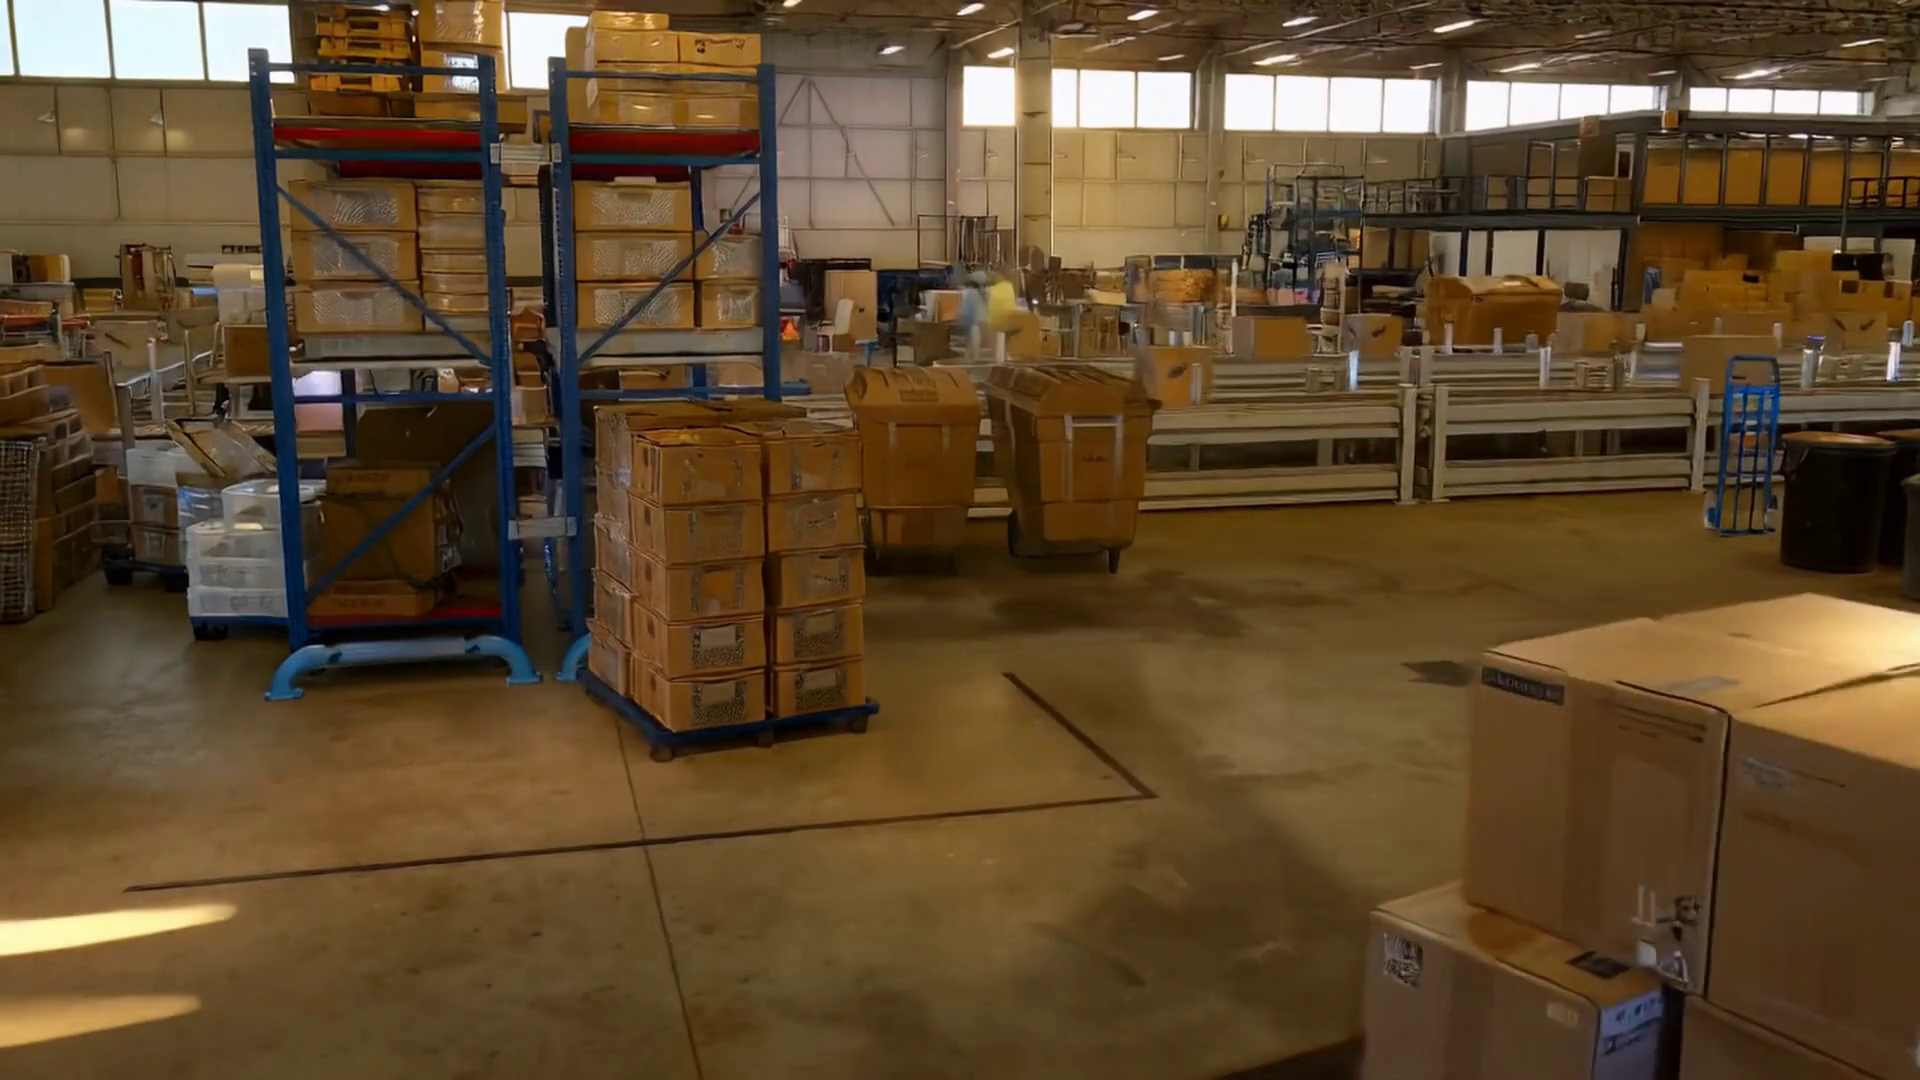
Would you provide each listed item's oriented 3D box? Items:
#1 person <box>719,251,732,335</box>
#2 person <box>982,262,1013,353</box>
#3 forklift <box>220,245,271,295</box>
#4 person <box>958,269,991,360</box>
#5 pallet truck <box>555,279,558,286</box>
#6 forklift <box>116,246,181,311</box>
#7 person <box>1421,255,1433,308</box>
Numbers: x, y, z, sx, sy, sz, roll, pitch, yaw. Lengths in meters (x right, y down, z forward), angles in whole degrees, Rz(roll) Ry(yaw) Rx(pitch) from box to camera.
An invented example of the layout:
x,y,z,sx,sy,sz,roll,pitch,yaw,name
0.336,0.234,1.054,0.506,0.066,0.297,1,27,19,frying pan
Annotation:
x,y,z,sx,sy,sz,roll,pitch,yaw,name
-4.316,-4.378,31.116,0.393,2.041,0.613,-2,10,-9,person
0.527,-3.315,25.537,0.733,1.876,0.677,-2,10,-11,person
-17.749,-6.334,41.440,1.157,1.987,2.680,-3,10,-17,forklift
0.200,-2.925,23.572,0.489,1.806,0.607,-2,10,-13,person
-10.604,-6.375,44.520,0.653,1.274,1.630,-3,10,-15,pallet truck
-19.966,-6.232,40.894,1.157,1.987,2.680,-3,10,-15,forklift
16.232,-8.971,57.708,0.512,1.843,0.347,10,14,43,person
